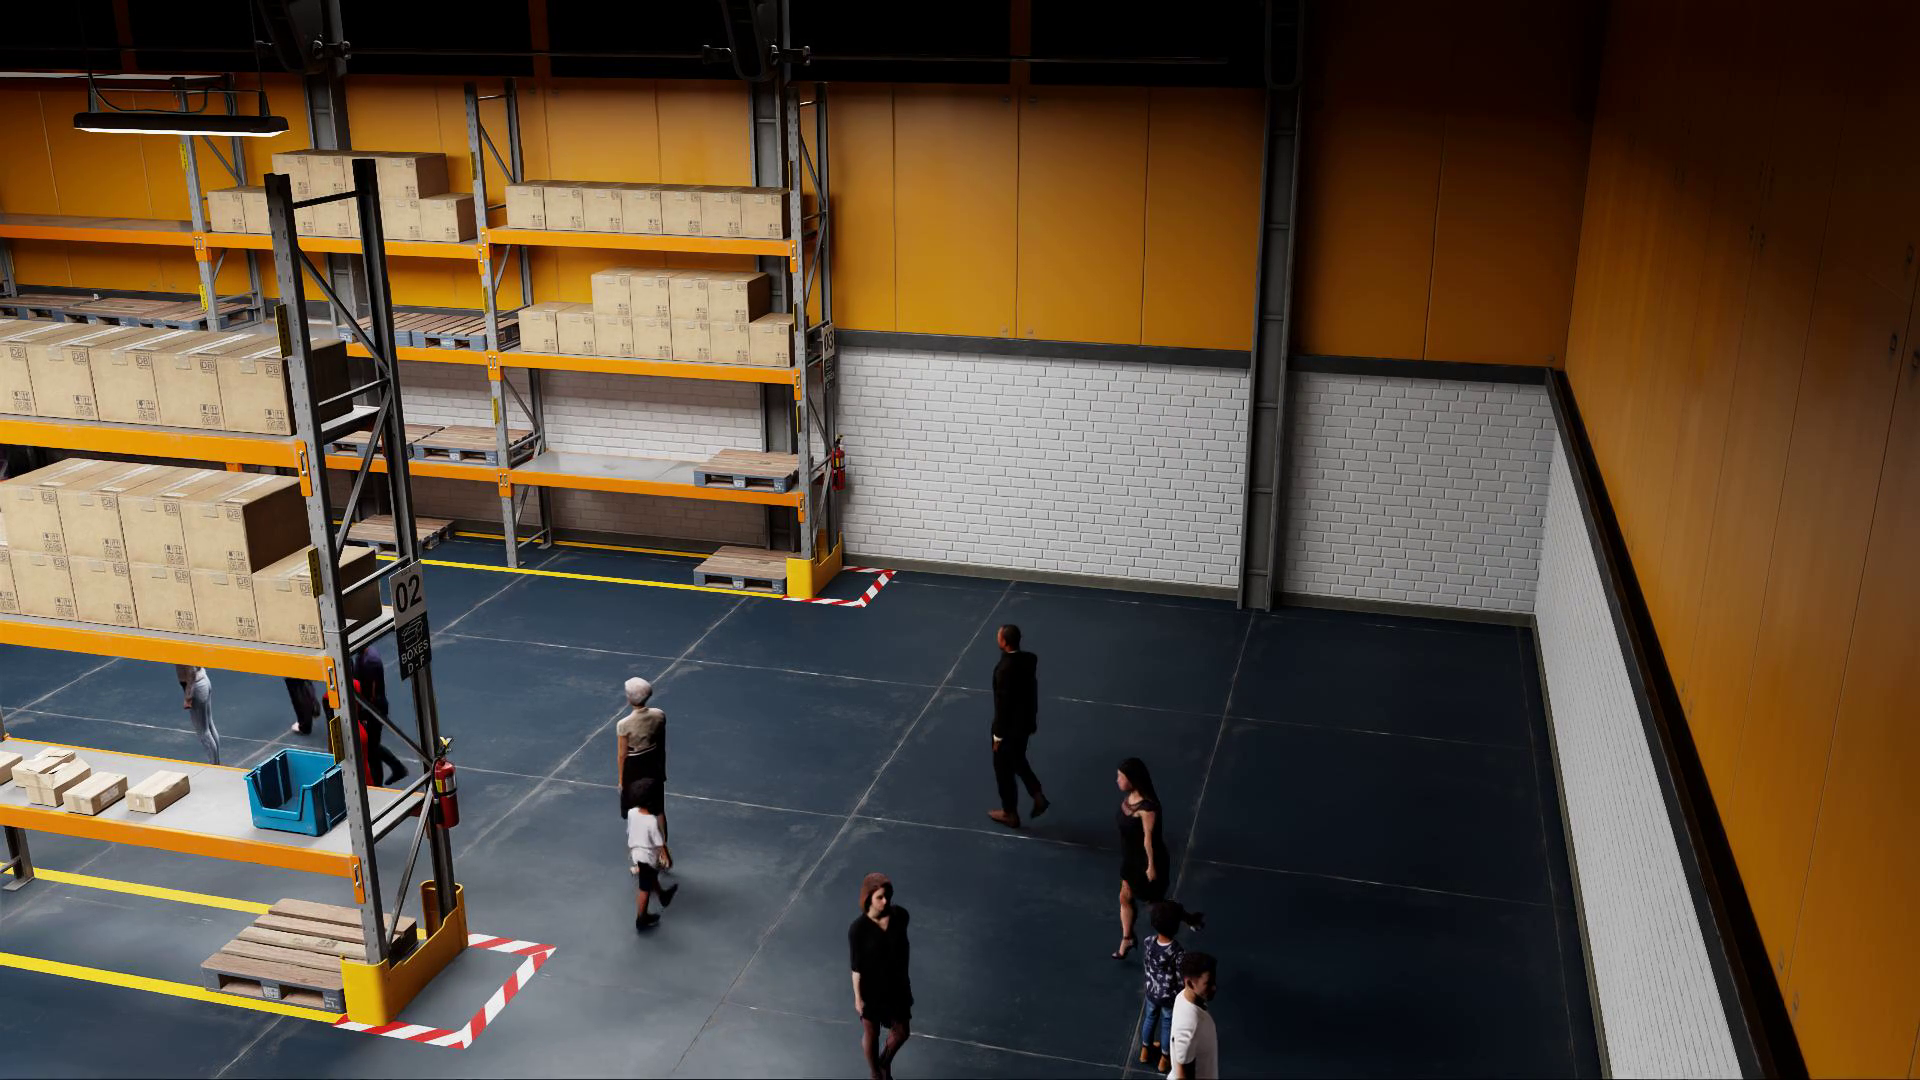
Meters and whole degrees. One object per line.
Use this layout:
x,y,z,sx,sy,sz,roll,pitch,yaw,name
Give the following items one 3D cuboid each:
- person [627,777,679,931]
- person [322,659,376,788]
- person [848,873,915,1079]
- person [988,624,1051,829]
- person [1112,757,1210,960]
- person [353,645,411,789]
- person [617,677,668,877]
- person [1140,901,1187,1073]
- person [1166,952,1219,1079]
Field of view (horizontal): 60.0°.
-2.496,2.471,13.009,0.768,1.243,0.727,14,23,36,person
-5.236,1.784,14.268,0.546,1.743,0.603,8,20,22,person
-0.570,2.914,10.985,0.700,1.696,0.763,-10,21,-28,person
0.535,1.640,14.456,0.986,1.894,0.900,15,24,37,person
1.477,2.419,12.482,1.105,1.678,0.930,-3,19,-10,person
-5.234,1.537,14.954,0.950,1.773,0.890,-8,20,-24,person
-2.609,1.967,13.710,0.679,1.751,0.691,-17,25,-42,person
1.386,3.029,11.342,0.523,1.250,0.619,15,24,38,person
1.337,3.247,9.737,0.590,1.862,0.691,3,19,9,person
